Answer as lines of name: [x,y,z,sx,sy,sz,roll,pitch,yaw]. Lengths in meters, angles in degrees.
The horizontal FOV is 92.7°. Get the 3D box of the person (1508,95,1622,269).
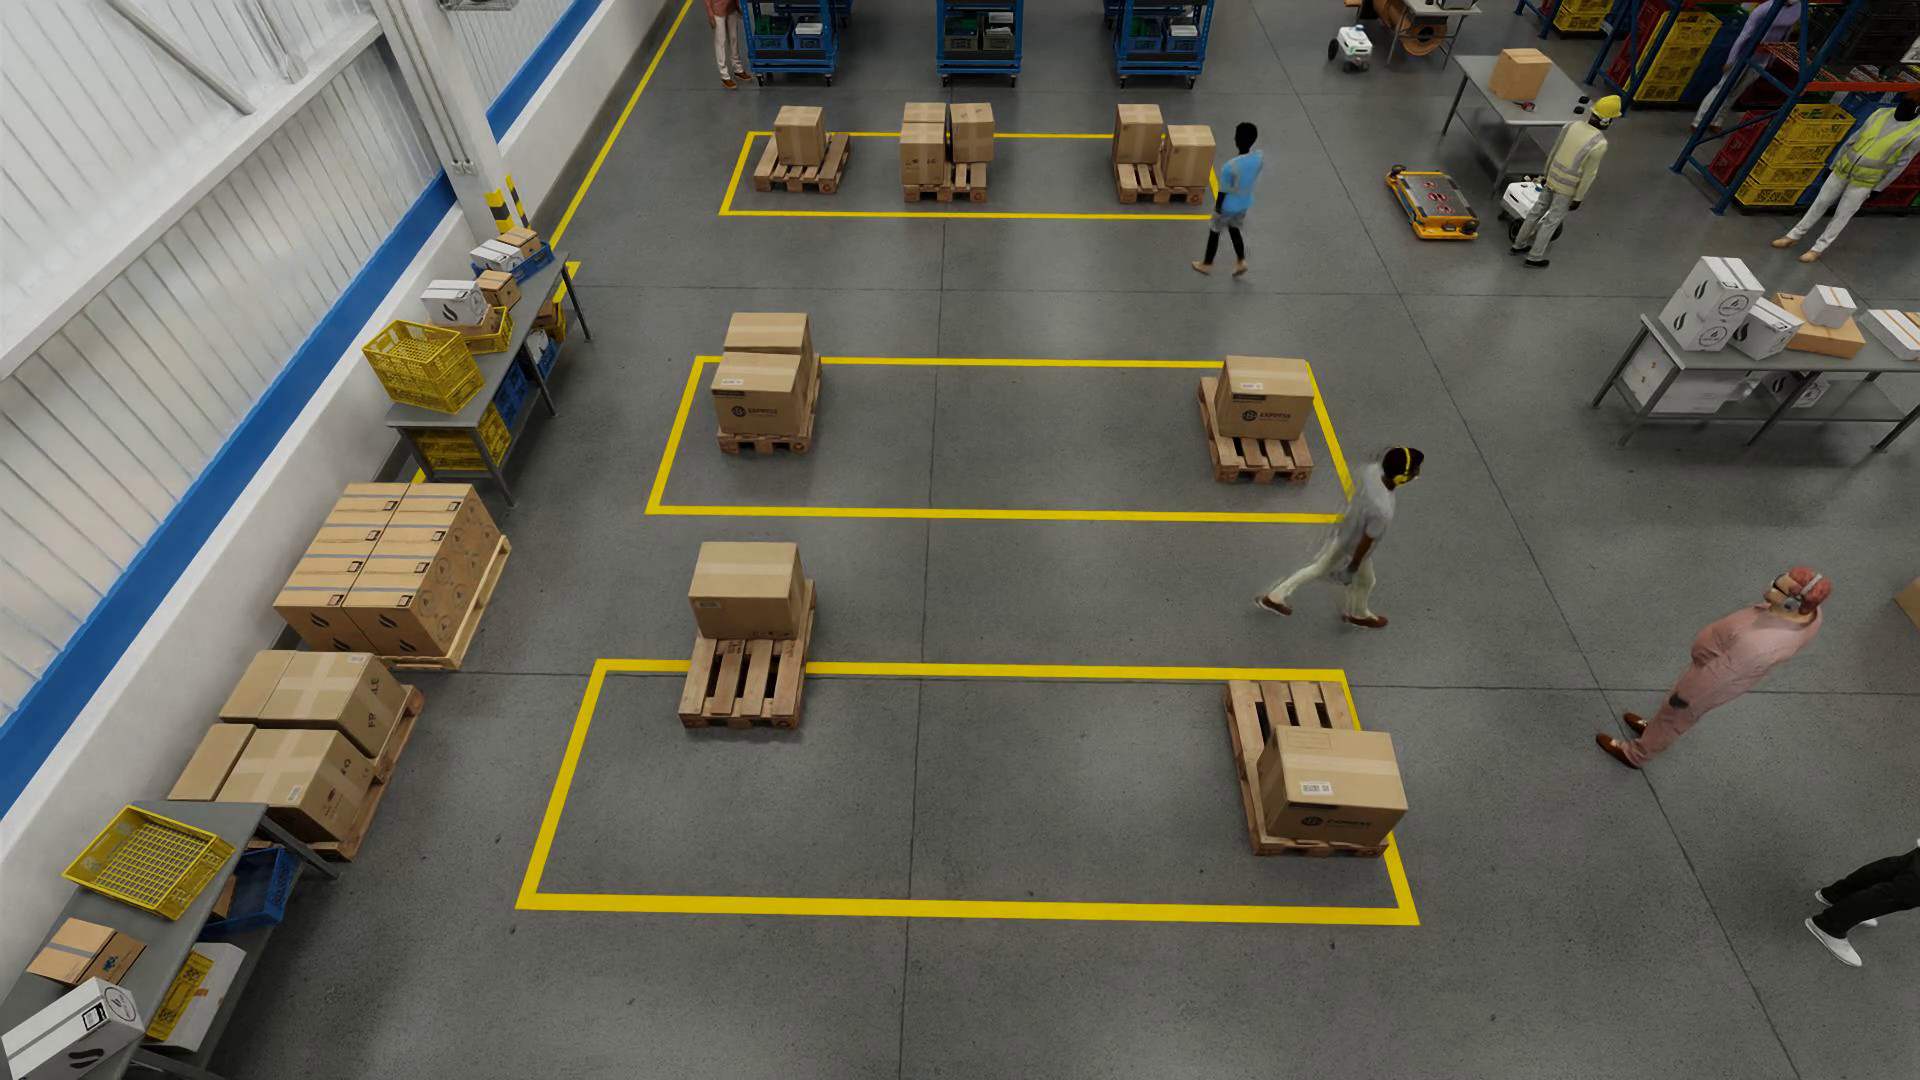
person: [6.472,-3.811,9.788,0.403,1.830,0.601,-10,50,-9]

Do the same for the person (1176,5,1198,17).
person: [3.781,-9.299,14.666,0.309,1.638,0.513,-28,55,-22]

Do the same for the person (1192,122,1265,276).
person: [2.889,-3.514,9.627,0.548,1.683,0.546,-23,53,-19]

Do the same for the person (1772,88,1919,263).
person: [9.655,-3.918,9.875,0.429,1.843,0.632,-16,51,-14]

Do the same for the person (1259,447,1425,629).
person: [2.790,0.009,6.488,0.976,1.825,0.525,0,49,0]

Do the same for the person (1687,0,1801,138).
person: [10.132,-6.159,11.752,0.635,1.937,0.352,-2,49,-2]

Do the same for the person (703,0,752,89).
person: [-3.297,-7.420,12.805,0.378,1.996,0.611,29,55,22]

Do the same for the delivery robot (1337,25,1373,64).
delivery robot: [5.896,-7.422,13.693,0.477,0.478,0.707,0,49,0]

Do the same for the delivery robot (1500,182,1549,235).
delivery robot: [6.635,-3.886,10.633,0.477,0.478,0.707,-6,49,-5]

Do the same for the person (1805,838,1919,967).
person: [5.385,1.723,4.944,0.591,1.917,0.392,-34,57,-26]

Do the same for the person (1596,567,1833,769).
person: [4.708,0.827,5.734,0.645,1.901,0.400,-25,54,-20]

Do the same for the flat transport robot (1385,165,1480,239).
flat transport robot: [5.692,-4.094,11.059,0.652,0.197,1.431,1,49,1]
